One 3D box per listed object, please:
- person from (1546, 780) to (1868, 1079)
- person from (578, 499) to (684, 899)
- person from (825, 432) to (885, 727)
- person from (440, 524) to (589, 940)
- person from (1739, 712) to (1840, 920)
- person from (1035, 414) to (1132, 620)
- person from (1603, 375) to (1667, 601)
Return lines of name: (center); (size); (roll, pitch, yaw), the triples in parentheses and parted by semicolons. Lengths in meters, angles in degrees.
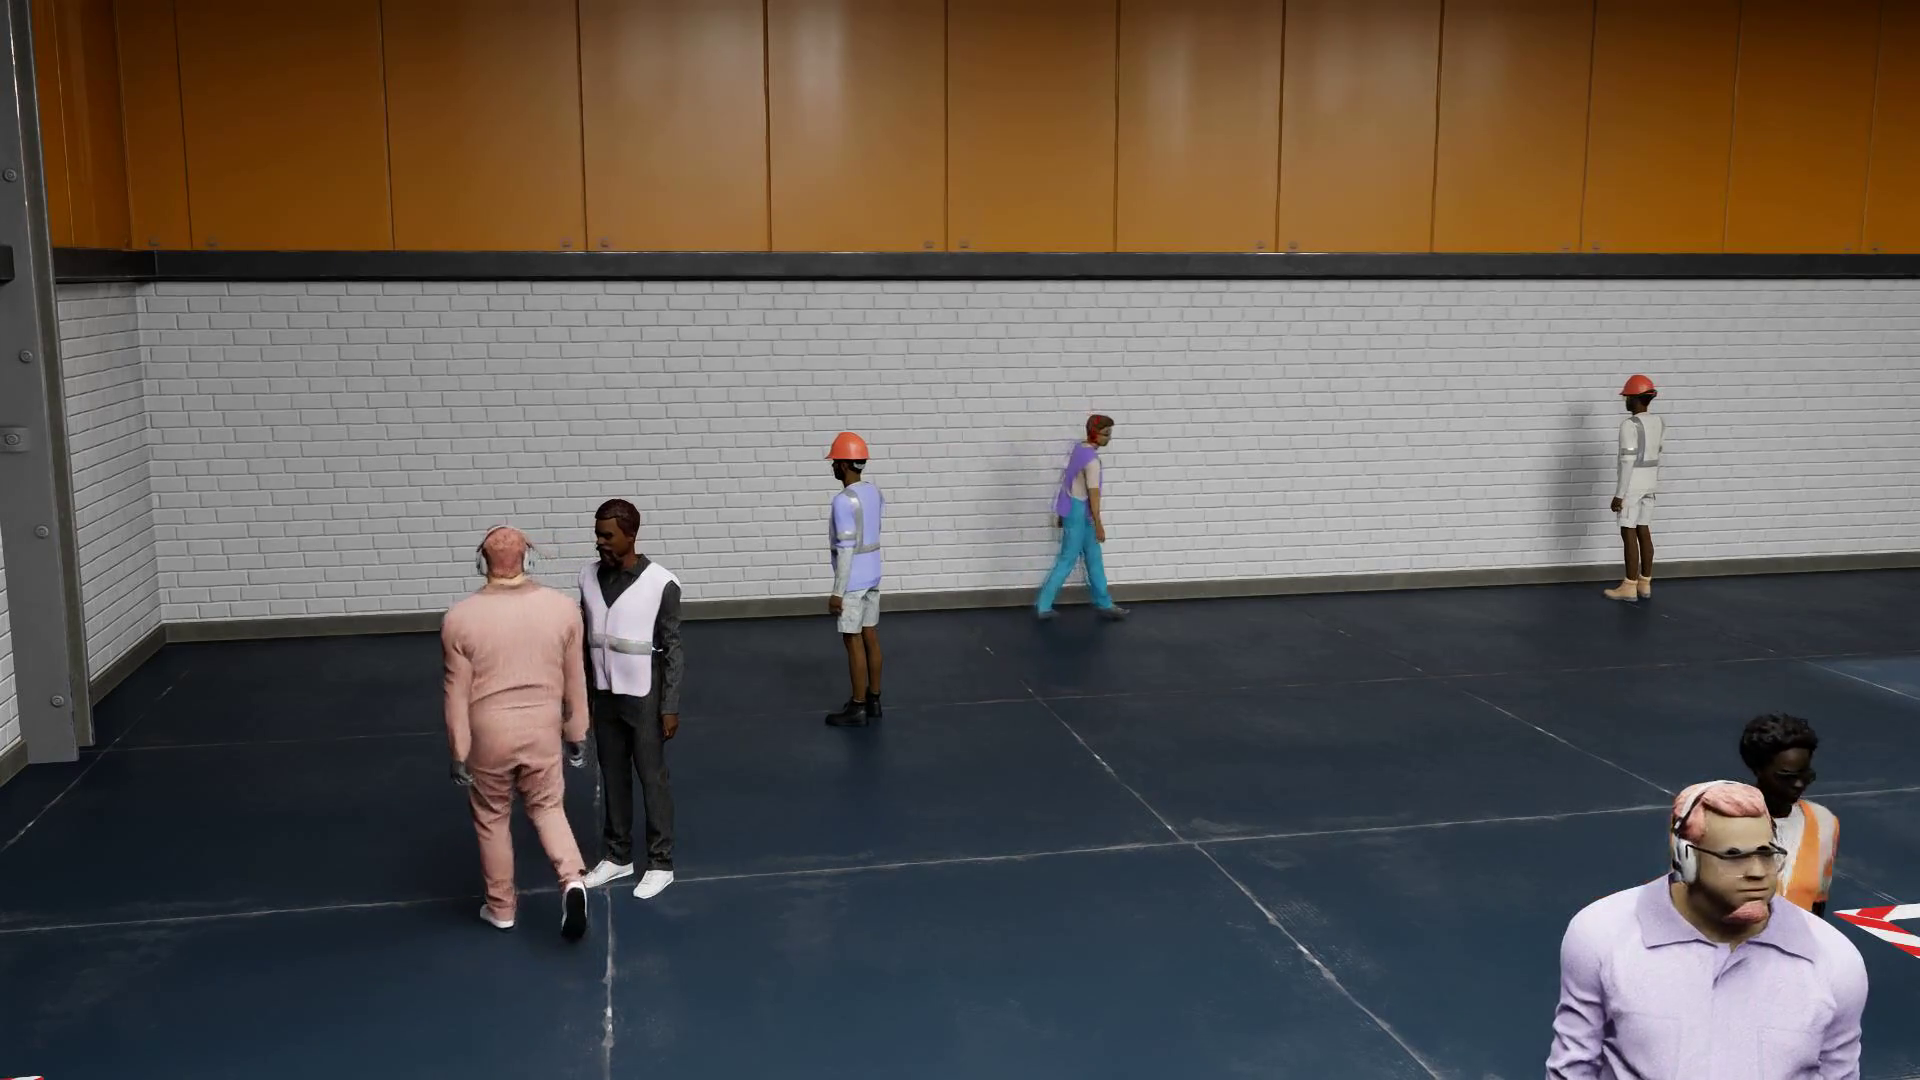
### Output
person: (1.628, 1.458, 3.682); (0.651, 1.913, 0.410); (3, 10, 16)
person: (-1.586, 0.748, 7.991); (0.598, 1.917, 0.375); (5, 11, 28)
person: (-0.707, 0.259, 10.905); (0.366, 1.939, 0.542); (4, 10, 23)
person: (-1.947, 0.872, 7.367); (0.648, 1.883, 0.720); (-6, 11, -31)
person: (2.449, 1.317, 5.292); (0.556, 1.667, 0.712); (-1, 9, -8)
person: (1.031, -0.184, 14.127); (0.829, 1.788, 0.606); (0, 9, 2)
person: (6.083, -0.471, 15.038); (0.615, 2.041, 0.385); (-7, 12, -38)
